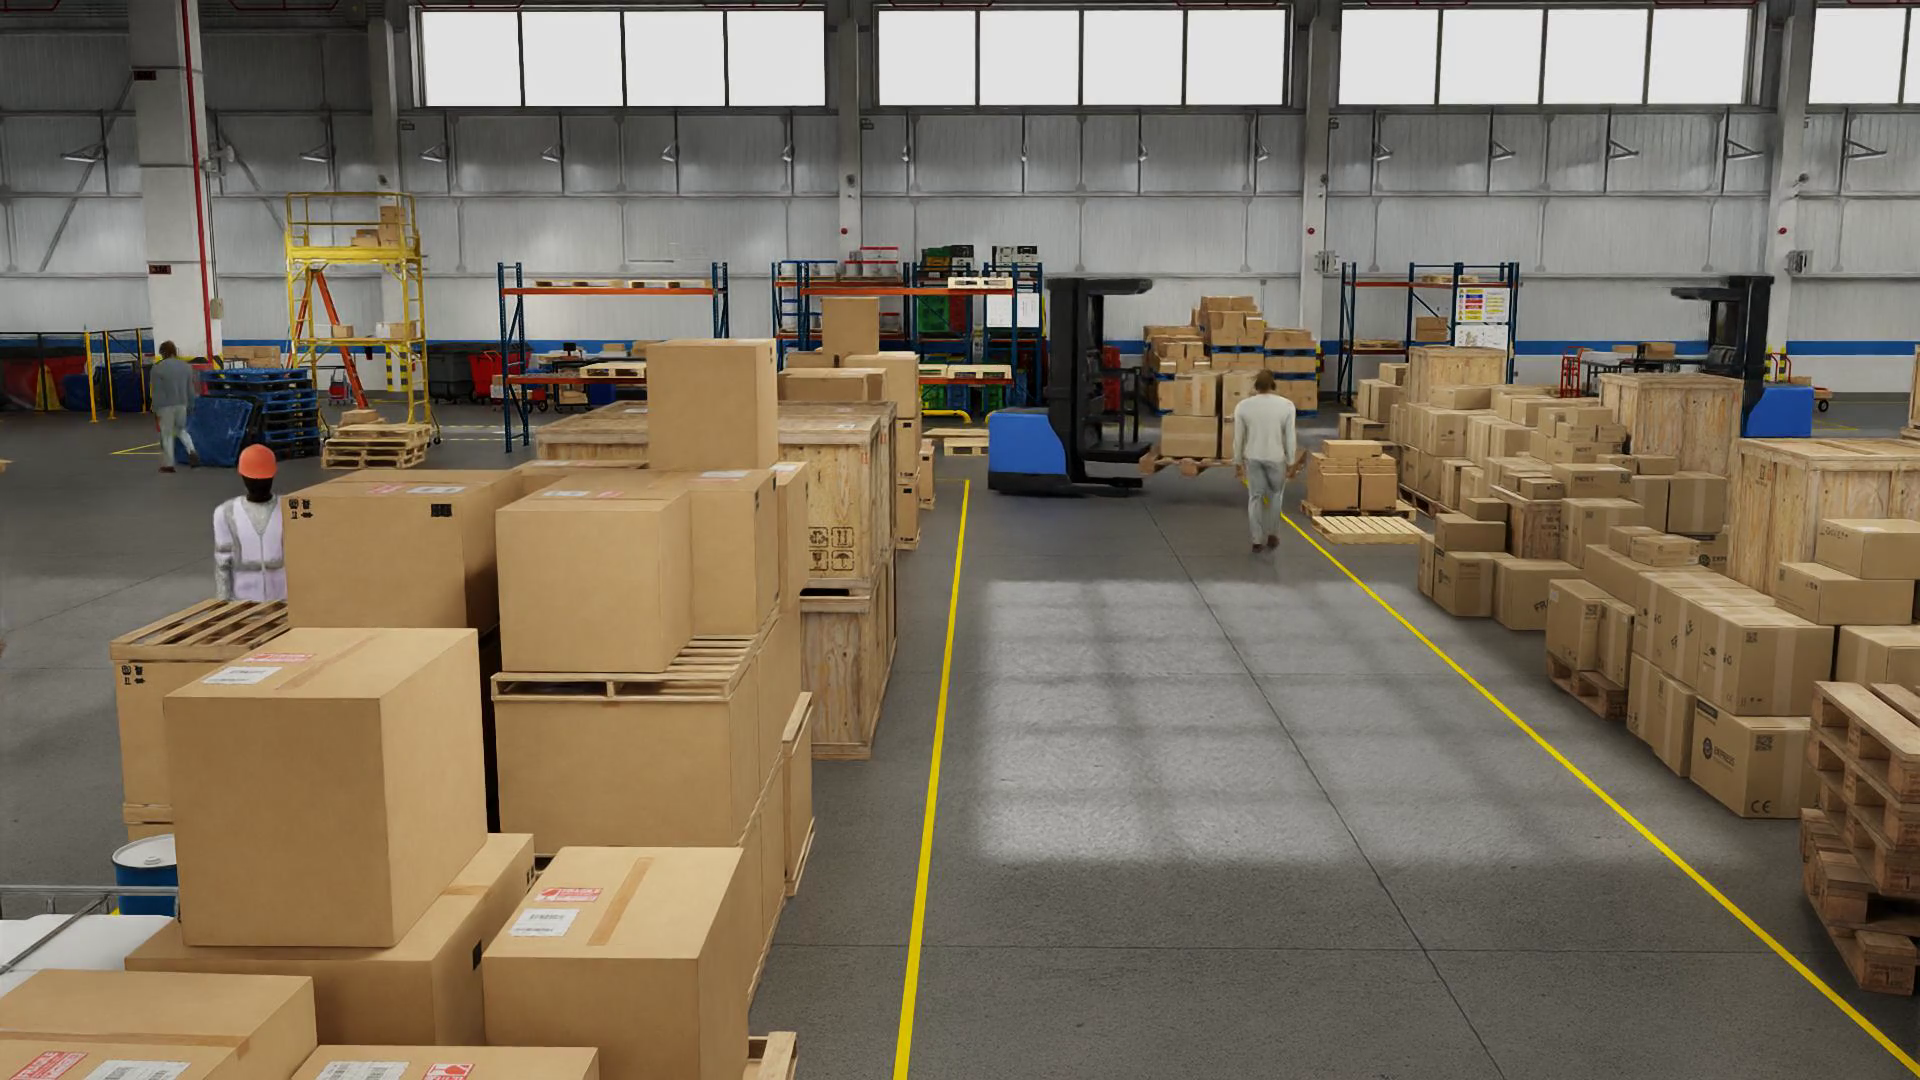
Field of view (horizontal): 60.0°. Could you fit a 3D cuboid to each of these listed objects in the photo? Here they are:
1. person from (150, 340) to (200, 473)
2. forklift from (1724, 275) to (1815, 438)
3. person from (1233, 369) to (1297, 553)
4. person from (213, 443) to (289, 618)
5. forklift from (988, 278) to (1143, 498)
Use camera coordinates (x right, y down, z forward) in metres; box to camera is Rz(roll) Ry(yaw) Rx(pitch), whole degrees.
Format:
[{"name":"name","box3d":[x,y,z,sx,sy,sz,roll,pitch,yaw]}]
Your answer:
[{"name":"person","box3d":[-11.306,-1.913,23.977,0.543,1.918,0.681,6,11,33]},{"name":"forklift","box3d":[12.463,-2.799,26.399,1.873,2.768,1.129,0,9,1]},{"name":"person","box3d":[3.222,-0.848,17.596,0.658,1.909,0.813,2,10,12]},{"name":"person","box3d":[-4.311,0.362,10.321,0.557,1.932,0.402,-3,10,-19]},{"name":"forklift","box3d":[1.383,-2.021,21.739,1.873,2.768,1.129,3,10,16]}]
